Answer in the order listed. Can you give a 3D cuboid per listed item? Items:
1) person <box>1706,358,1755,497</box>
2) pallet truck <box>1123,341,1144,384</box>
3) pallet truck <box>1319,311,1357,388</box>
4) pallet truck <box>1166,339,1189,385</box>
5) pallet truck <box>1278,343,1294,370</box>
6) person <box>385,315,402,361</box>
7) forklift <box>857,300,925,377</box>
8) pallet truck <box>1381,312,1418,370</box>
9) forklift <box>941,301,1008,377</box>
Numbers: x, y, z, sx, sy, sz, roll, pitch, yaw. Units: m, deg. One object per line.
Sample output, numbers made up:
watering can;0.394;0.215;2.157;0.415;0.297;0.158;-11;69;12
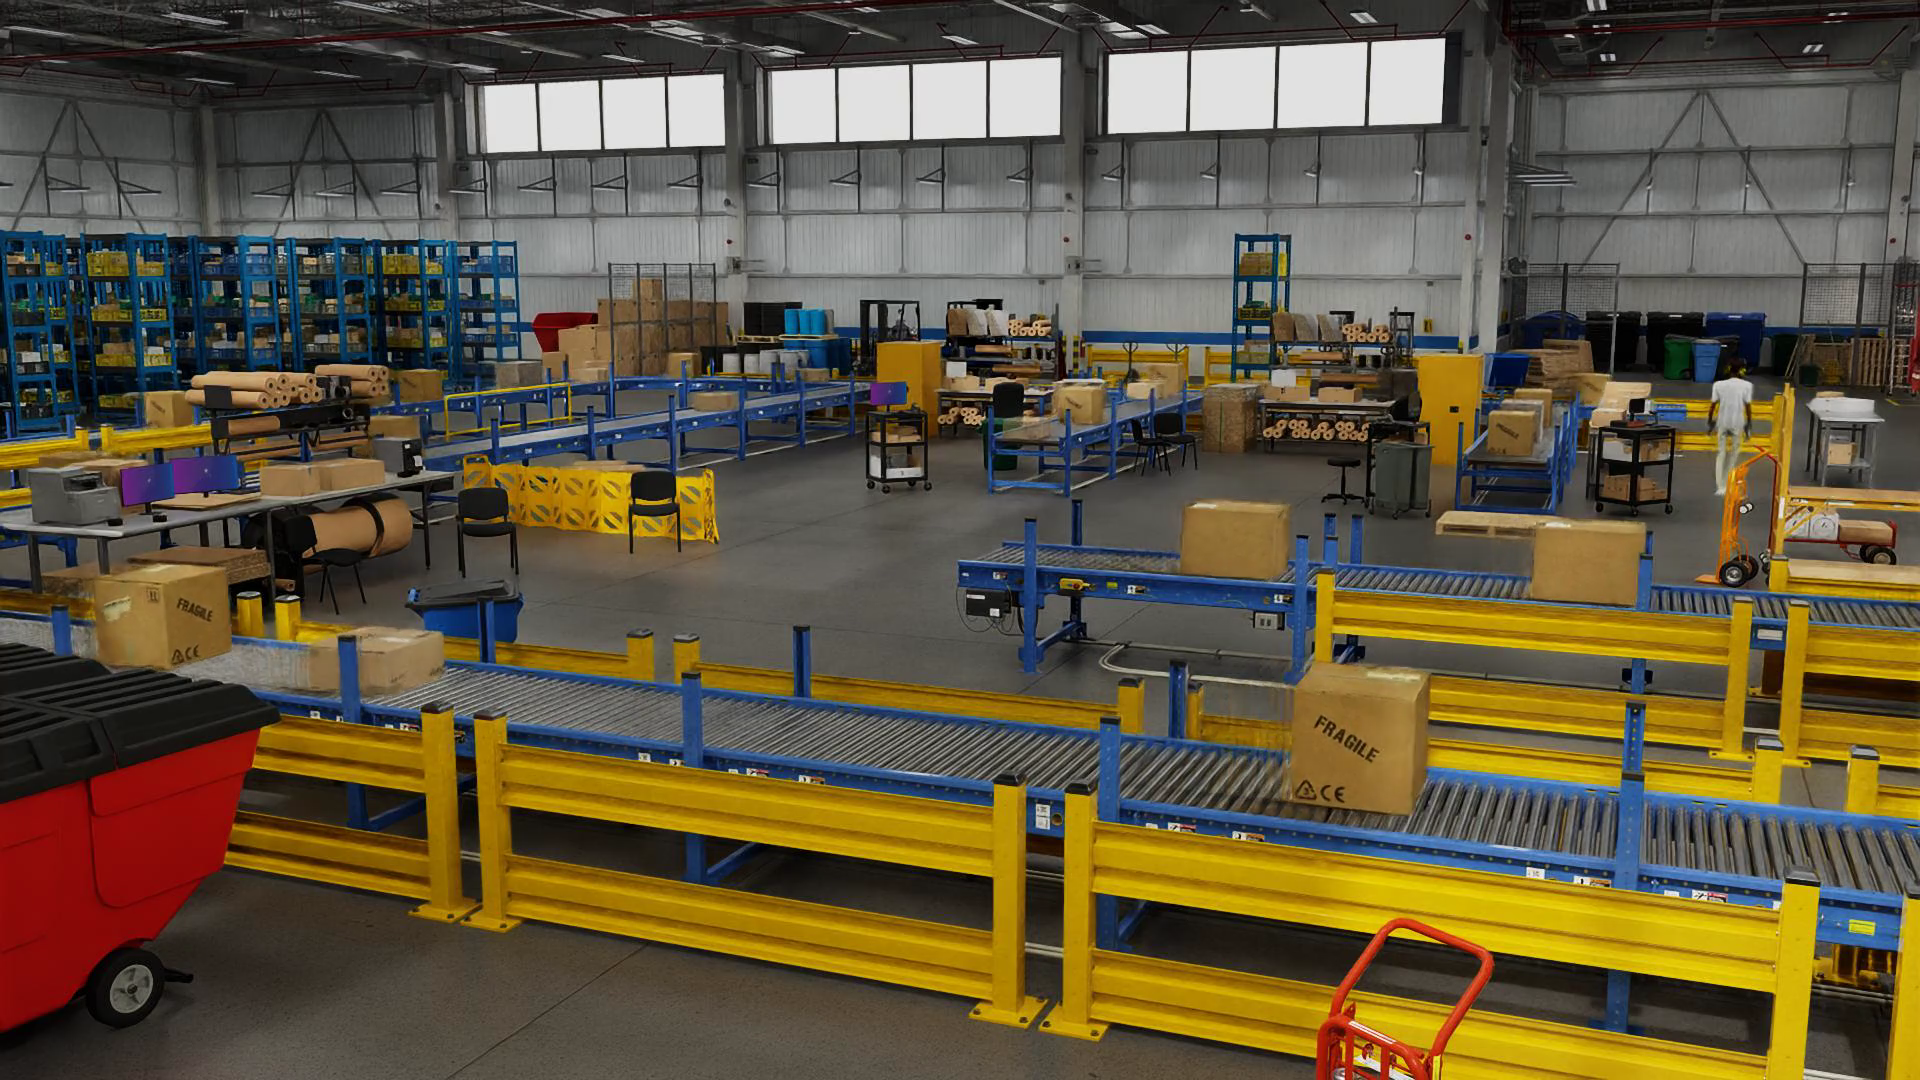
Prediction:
person;10.117;-1.479;21.892;0.592;1.833;0.652;6;11;32
pallet truck;4.445;-4.380;41.279;0.680;1.201;1.601;4;10;22
pallet truck;9.071;-4.419;39.190;0.823;1.965;1.885;5;10;26
pallet truck;5.418;-4.269;40.420;0.704;1.261;1.522;3;10;20
pallet truck;7.886;-4.163;39.743;0.653;1.274;1.630;4;10;22
person;-16.217;-5.819;47.733;0.608;1.987;0.404;5;11;28
forklift;-1.732;-5.109;42.468;1.157;1.987;2.680;4;10;22
pallet truck;10.207;-4.283;38.369;0.823;1.965;1.885;3;10;20
forklift;0.365;-4.966;41.571;1.157;1.987;2.680;3;10;20
